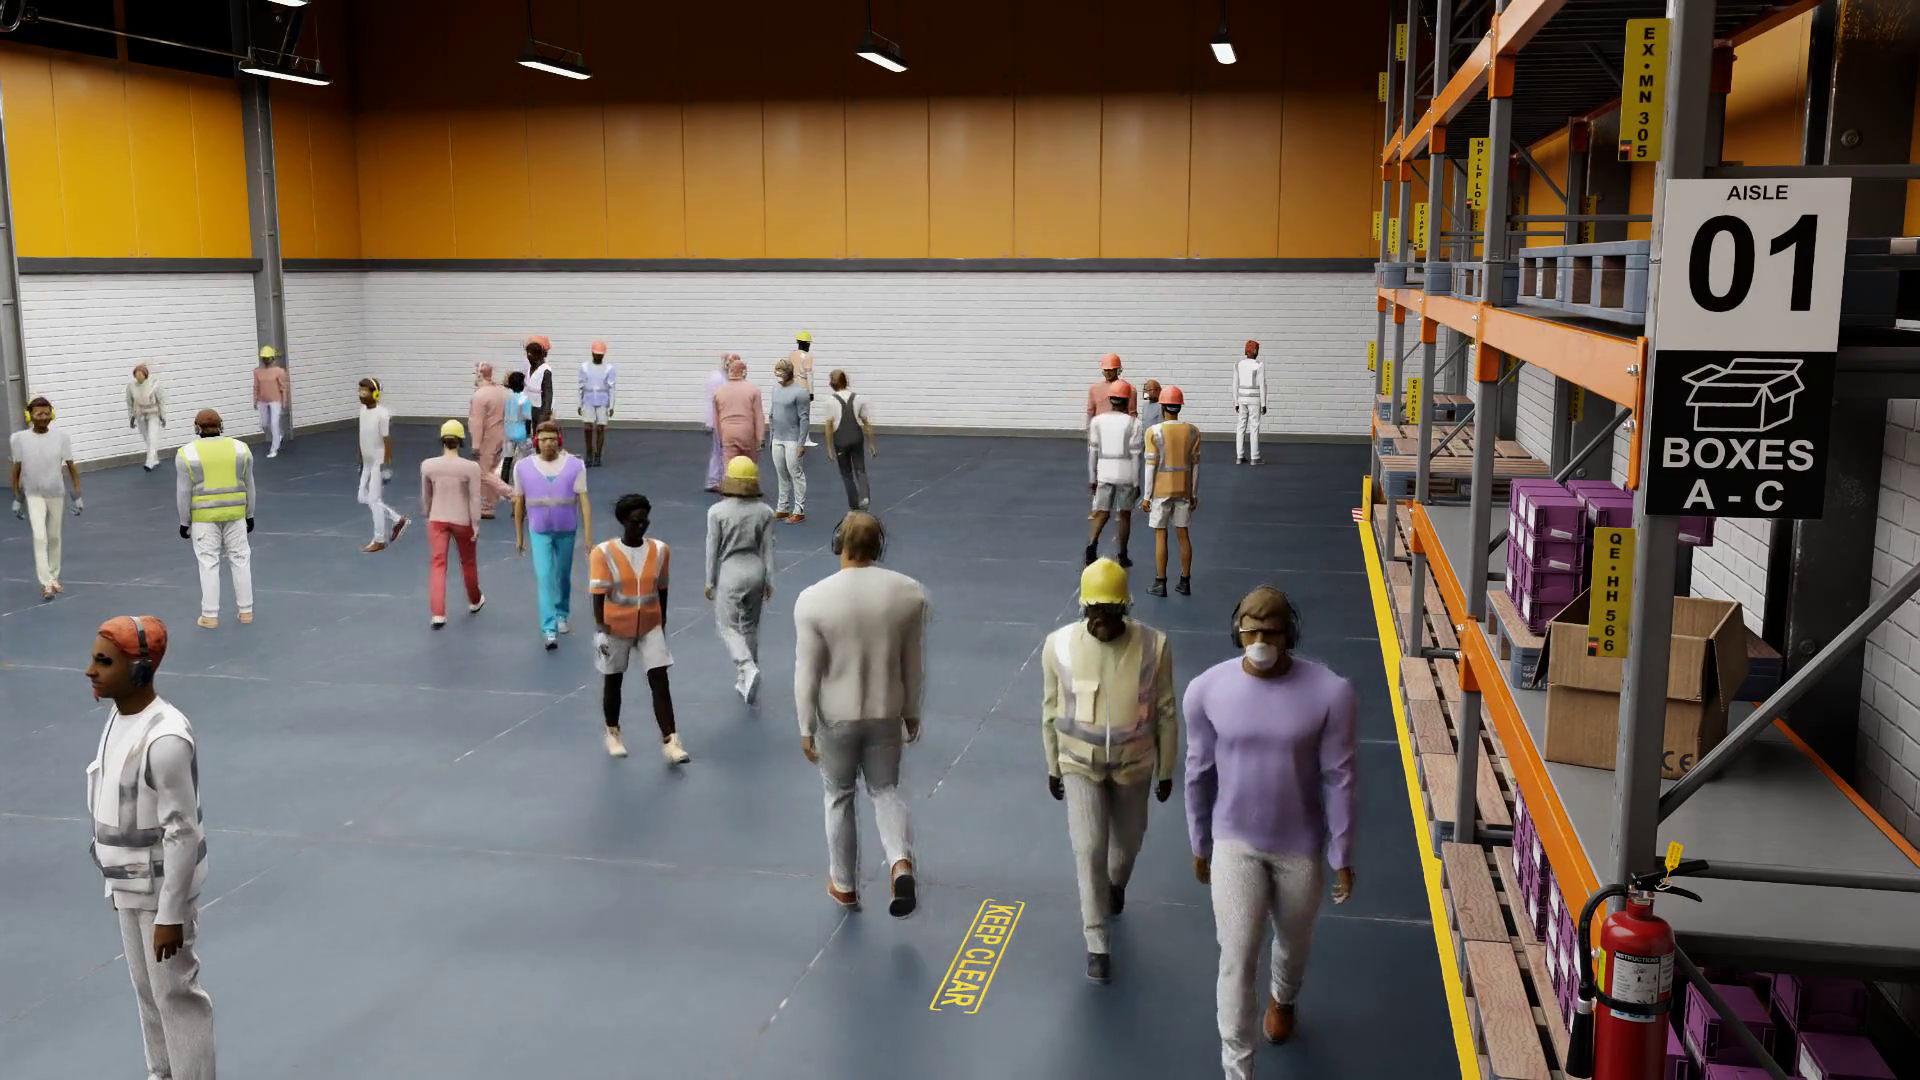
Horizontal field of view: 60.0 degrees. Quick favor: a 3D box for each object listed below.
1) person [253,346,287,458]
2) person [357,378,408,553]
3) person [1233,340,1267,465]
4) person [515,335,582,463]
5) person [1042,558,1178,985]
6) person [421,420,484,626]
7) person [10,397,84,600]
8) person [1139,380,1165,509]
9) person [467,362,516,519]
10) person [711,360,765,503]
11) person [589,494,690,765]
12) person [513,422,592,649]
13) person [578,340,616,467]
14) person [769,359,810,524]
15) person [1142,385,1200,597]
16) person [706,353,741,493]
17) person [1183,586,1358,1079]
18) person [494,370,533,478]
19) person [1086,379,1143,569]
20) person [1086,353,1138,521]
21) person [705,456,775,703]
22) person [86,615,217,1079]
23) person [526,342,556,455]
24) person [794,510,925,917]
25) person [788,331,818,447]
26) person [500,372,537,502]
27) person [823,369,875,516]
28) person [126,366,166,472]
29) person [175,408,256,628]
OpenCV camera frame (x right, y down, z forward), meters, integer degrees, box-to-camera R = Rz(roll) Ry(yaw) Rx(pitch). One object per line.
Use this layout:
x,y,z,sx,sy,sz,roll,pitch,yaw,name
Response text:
-10.869,-2.192,26.266,0.538,1.753,0.559,1,10,8,person
-6.170,-0.804,17.633,0.538,1.851,0.535,8,12,40,person
4.401,-2.076,25.190,0.574,1.886,0.356,9,13,43,person
-6.240,-2.080,24.943,1.024,1.972,0.619,1,9,5,person
0.652,0.939,7.308,0.588,1.803,0.840,0,9,3,person
-4.308,-0.155,14.131,0.539,1.717,0.933,0,9,-2,person
-8.287,-0.378,15.128,0.542,1.825,0.918,-7,12,-38,person
2.391,-1.162,20.480,0.306,1.623,0.500,-5,11,-29,person
-5.516,-1.158,19.638,0.679,1.891,0.647,1,9,5,person
-2.681,-1.264,20.386,0.687,1.854,0.864,1,9,4,person
-1.952,0.555,10.021,0.552,1.661,0.841,-6,11,-31,person
-3.264,-0.063,13.356,0.582,1.789,1.009,-3,10,-18,person
-5.420,-2.025,24.810,0.572,1.905,0.636,-2,10,-10,person
-2.017,-1.155,19.496,0.627,1.934,0.372,9,13,42,person
1.915,-0.448,15.223,0.551,1.934,0.373,-3,10,-17,person
-3.043,-1.529,21.981,0.784,1.861,0.694,2,10,10,person
1.130,1.081,6.117,0.630,1.908,0.940,2,10,12,person
-6.111,-1.506,22.606,0.494,1.602,0.815,8,12,39,person
1.507,-0.622,16.364,0.548,1.914,0.764,4,10,25,person
1.782,-1.209,19.632,0.616,1.993,0.395,3,10,19,person
-1.485,0.281,11.473,0.490,1.720,0.655,-5,11,-29,person
-2.730,1.176,5.600,0.355,1.884,0.575,-9,13,-43,person
-6.067,-1.899,24.043,0.390,1.914,0.587,-8,12,-39,person
-0.436,0.824,7.632,0.633,1.918,0.687,-3,10,-20,person
-2.632,-2.518,27.732,0.383,1.923,0.590,-9,13,-42,person
-5.638,-1.338,21.410,0.552,1.648,0.843,5,10,25,person
-1.271,-1.100,19.581,0.592,1.798,0.712,-4,10,-24,person
-11.966,-1.790,24.466,0.529,1.546,1.001,-1,9,-5,person
-6.229,-0.184,13.942,0.621,1.838,0.429,-8,12,-39,person
